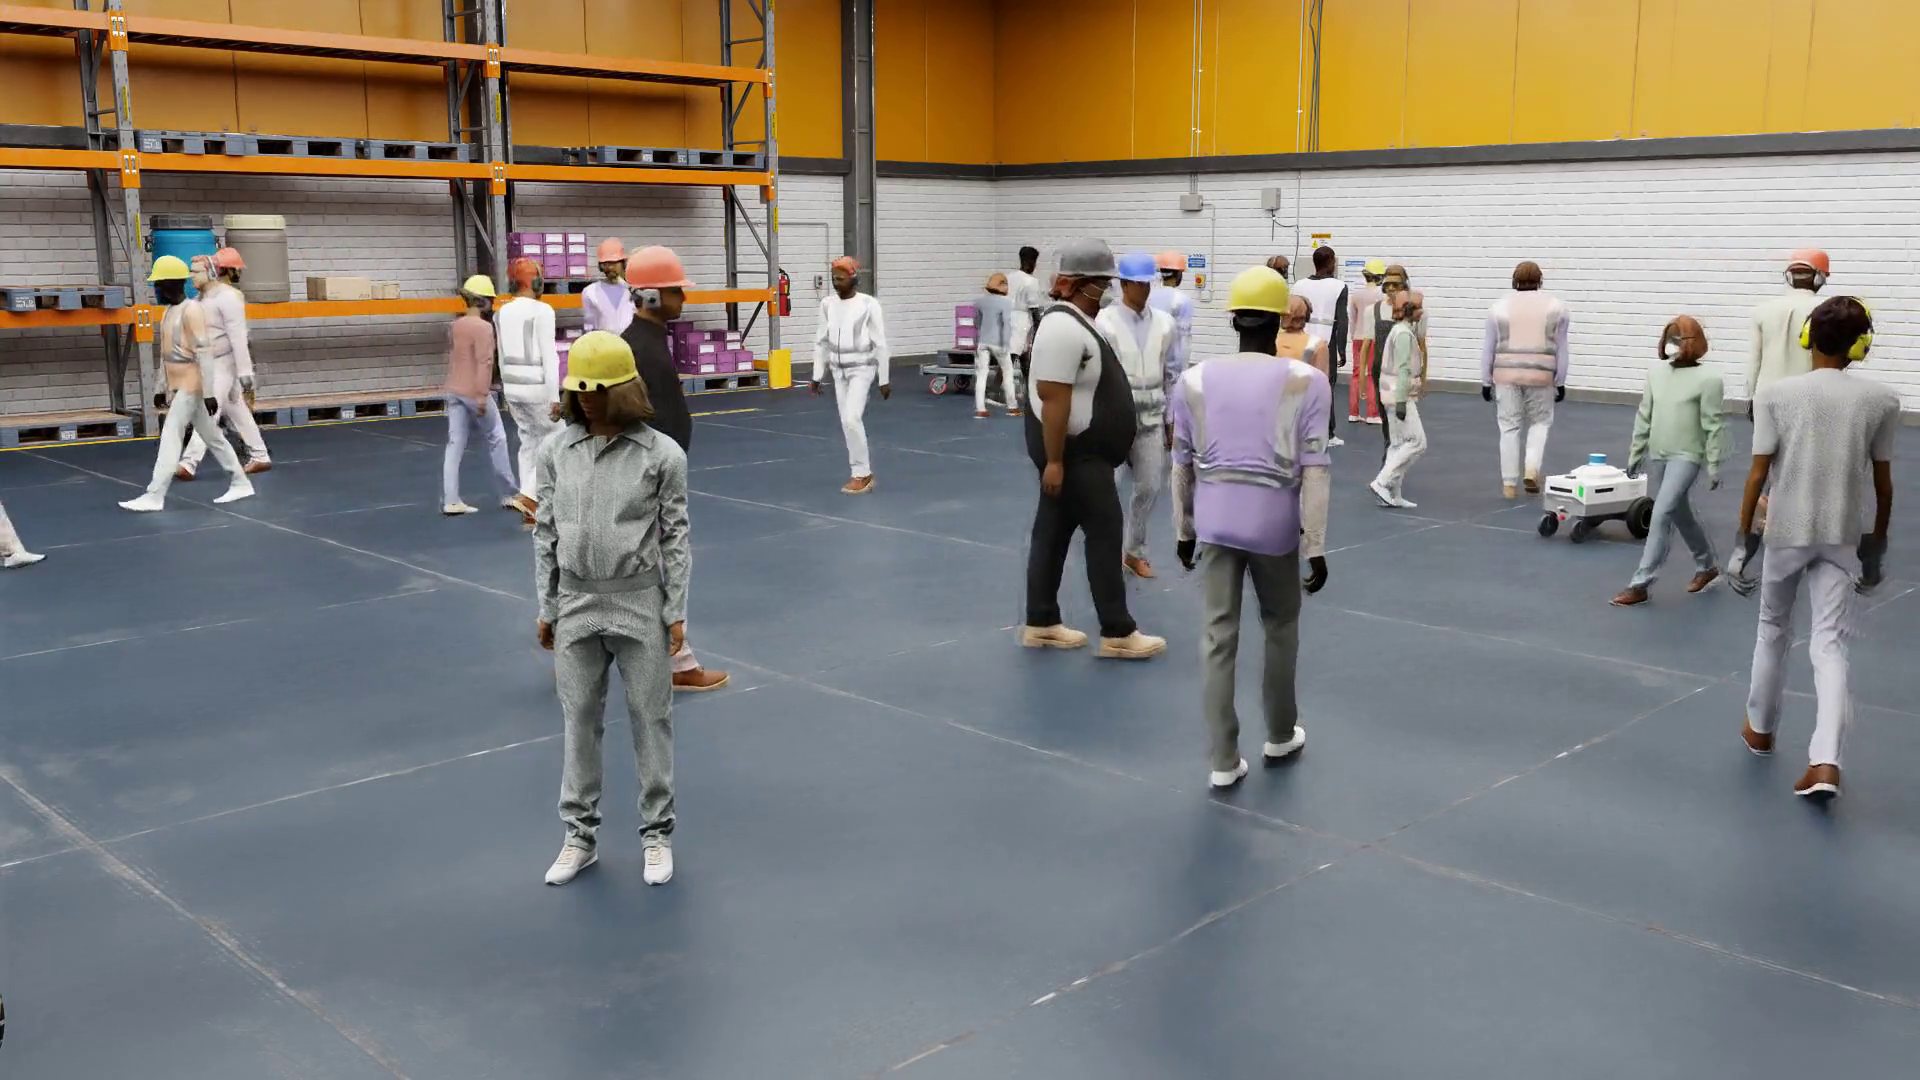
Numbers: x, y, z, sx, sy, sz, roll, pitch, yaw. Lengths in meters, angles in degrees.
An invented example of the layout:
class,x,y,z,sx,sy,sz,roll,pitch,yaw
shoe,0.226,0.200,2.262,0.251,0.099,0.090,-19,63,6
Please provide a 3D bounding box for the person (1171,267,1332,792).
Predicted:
class,x,y,z,sx,sy,sz,roll,pitch,yaw
person,1.108,-0.058,6.227,0.620,1.897,0.806,5,11,24

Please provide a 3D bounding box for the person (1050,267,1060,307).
class,x,y,z,sx,sy,sz,roll,pitch,yaw
person,1.572,-3.123,23.101,0.695,1.847,0.935,-6,12,-30

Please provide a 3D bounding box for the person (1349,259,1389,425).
class,x,y,z,sx,sy,sz,roll,pitch,yaw
person,4.417,-2.124,17.877,0.325,1.767,0.533,-7,12,-32

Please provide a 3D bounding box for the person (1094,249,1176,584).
class,x,y,z,sx,sy,sz,roll,pitch,yaw
person,0.987,-0.703,9.651,0.612,1.951,0.410,-4,11,-21

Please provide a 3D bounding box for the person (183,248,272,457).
class,x,y,z,sx,sy,sz,roll,pitch,yaw
person,-6.682,-1.678,15.051,0.549,1.915,0.719,8,13,36

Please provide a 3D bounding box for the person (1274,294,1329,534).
class,x,y,z,sx,sy,sz,roll,pitch,yaw
person,2.213,-0.815,11.101,0.536,1.629,0.396,7,13,34

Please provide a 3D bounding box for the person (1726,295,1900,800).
class,x,y,z,sx,sy,sz,roll,pitch,yaw
person,3.135,0.011,6.130,0.568,1.817,0.993,3,11,15

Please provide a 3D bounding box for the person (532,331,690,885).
class,x,y,z,sx,sy,sz,roll,pitch,yaw
person,-1.084,0.223,5.162,0.483,1.736,0.311,1,10,3

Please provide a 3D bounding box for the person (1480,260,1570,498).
class,x,y,z,sx,sy,sz,roll,pitch,yaw
person,4.342,-1.231,12.833,0.647,1.828,0.443,3,11,18

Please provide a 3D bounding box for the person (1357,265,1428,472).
class,x,y,z,sx,sy,sz,roll,pitch,yaw
person,3.506,-1.327,13.475,0.516,1.790,0.999,5,12,26

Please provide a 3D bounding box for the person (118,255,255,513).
class,x,y,z,sx,sy,sz,roll,pitch,yaw
person,-5.746,-1.157,12.306,0.986,1.873,0.609,-8,13,-39

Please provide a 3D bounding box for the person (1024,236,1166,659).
class,x,y,z,sx,sy,sz,roll,pitch,yaw
person,0.686,-0.449,7.992,0.833,2.000,0.712,1,10,7

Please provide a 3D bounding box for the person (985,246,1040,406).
class,x,y,z,sx,sy,sz,roll,pitch,yaw
person,0.695,-2.558,19.900,1.067,1.901,0.630,-6,12,-32

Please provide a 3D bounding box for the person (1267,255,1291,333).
class,x,y,z,sx,sy,sz,roll,pitch,yaw
person,3.233,-2.100,17.603,0.553,1.824,0.665,8,13,36

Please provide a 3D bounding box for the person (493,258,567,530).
class,x,y,z,sx,sy,sz,roll,pitch,yaw
person,-2.934,-0.989,11.401,0.599,1.868,0.422,7,13,35

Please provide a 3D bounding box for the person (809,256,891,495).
class,x,y,z,sx,sy,sz,roll,pitch,yaw
person,-0.867,-1.273,12.988,0.582,1.861,0.573,8,13,37

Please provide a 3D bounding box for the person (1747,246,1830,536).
class,x,y,z,sx,sy,sz,roll,pitch,yaw
person,5.488,-0.954,10.980,0.806,1.955,0.630,-8,13,-37

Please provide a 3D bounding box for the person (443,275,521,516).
class,x,y,z,sx,sy,sz,roll,pitch,yaw
person,-3.473,-1.058,12.149,0.536,1.722,0.825,9,14,40

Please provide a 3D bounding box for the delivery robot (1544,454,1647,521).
class,x,y,z,sx,sy,sz,roll,pitch,yaw
delivery robot,4.271,-0.335,11.172,0.707,0.478,0.477,-6,12,-30

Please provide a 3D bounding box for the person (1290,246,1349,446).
class,x,y,z,sx,sy,sz,roll,pitch,yaw
person,3.445,-1.856,16.007,0.590,1.917,0.394,8,13,38

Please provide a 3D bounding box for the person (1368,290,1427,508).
class,x,y,z,sx,sy,sz,roll,pitch,yaw
person,3.267,-1.019,12.233,0.373,1.622,0.534,2,11,11

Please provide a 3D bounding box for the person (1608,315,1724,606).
class,x,y,z,sx,sy,sz,roll,pitch,yaw
person,3.984,-0.449,9.221,0.871,1.593,0.510,-4,11,-22

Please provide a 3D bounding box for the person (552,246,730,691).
class,x,y,z,sx,sy,sz,roll,pitch,yaw
person,-1.436,-0.292,7.305,0.713,1.978,0.617,-3,11,-14

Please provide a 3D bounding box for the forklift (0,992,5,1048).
class,x,y,z,sx,sy,sz,roll,pitch,yaw
forklift,-3.245,0.323,3.363,2.313,2.155,1.214,2,11,13

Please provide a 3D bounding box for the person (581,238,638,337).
class,x,y,z,sx,sy,sz,roll,pitch,yaw
person,-2.916,-1.582,14.302,0.625,2.006,1.019,-1,10,-8

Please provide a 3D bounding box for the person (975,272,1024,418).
class,x,y,z,sx,sy,sz,roll,pitch,yaw
person,0.423,-2.169,18.560,0.513,1.601,0.734,8,13,36

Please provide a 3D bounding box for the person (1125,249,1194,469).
class,x,y,z,sx,sy,sz,roll,pitch,yaw
person,1.721,-1.525,14.227,0.553,1.912,0.821,9,14,41

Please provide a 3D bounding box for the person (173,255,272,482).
class,x,y,z,sx,sy,sz,roll,pitch,yaw
person,-6.241,-1.428,13.829,0.669,1.853,1.011,10,14,43

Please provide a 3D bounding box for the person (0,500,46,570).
class,x,y,z,sx,sy,sz,roll,pitch,yaw
person,-6.029,-0.577,9.913,0.853,1.592,0.518,1,10,3
